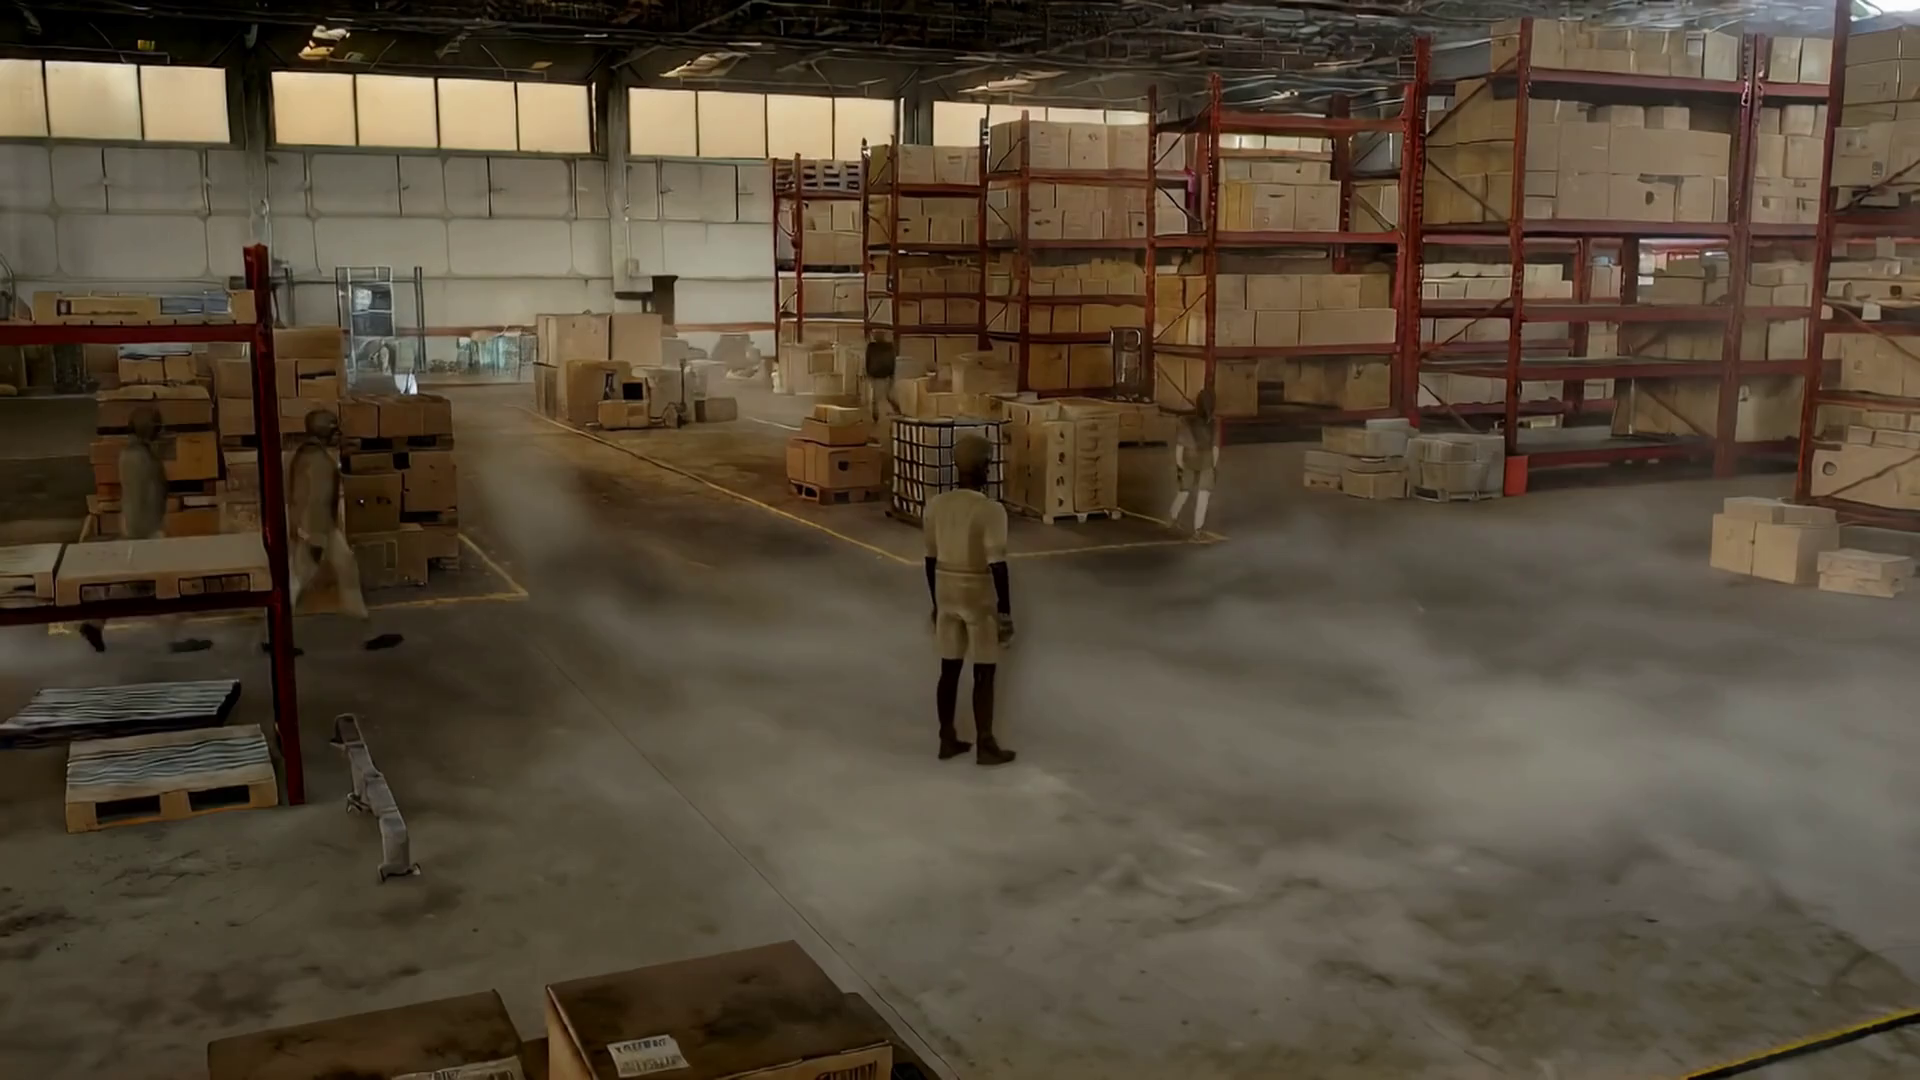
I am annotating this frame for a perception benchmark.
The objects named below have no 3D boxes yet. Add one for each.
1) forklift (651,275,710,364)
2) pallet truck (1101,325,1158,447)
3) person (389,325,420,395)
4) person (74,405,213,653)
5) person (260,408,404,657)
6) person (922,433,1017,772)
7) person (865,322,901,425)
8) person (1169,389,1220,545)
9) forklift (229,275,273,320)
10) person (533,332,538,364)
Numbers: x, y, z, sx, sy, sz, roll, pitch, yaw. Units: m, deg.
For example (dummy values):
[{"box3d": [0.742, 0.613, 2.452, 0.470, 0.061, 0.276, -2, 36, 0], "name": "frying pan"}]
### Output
[{"box3d": [-6.839, -4.753, 38.575, 1.873, 2.768, 1.129, -4, 10, -25], "name": "forklift"}, {"box3d": [2.881, -2.596, 27.923, 0.823, 1.965, 1.885, -1, 9, -7], "name": "pallet truck"}, {"box3d": [-11.061, -3.351, 33.094, 0.636, 1.840, 0.429, -9, 12, -43], "name": "person"}, {"box3d": [-6.187, -0.062, 12.491, 0.846, 1.913, 0.637, -5, 11, -30], "name": "person"}, {"box3d": [-4.810, -0.053, 12.499, 1.025, 1.889, 0.650, -5, 11, -30], "name": "person"}, {"box3d": [0.062, 0.360, 9.676, 0.604, 1.966, 0.367, 7, 12, 38], "name": "person"}, {"box3d": [-1.462, -3.134, 31.391, 0.628, 1.965, 0.743, -7, 11, -35], "name": "person"}, {"box3d": [2.503, -0.806, 17.846, 0.552, 1.659, 0.735, -2, 9, -13], "name": "person"}, {"box3d": [-17.115, -5.034, 40.322, 1.129, 2.768, 1.873, -4, 10, -25], "name": "forklift"}, {"box3d": [-9.332, -4.084, 37.414, 0.553, 1.912, 0.653, -1, 9, -9], "name": "person"}]
